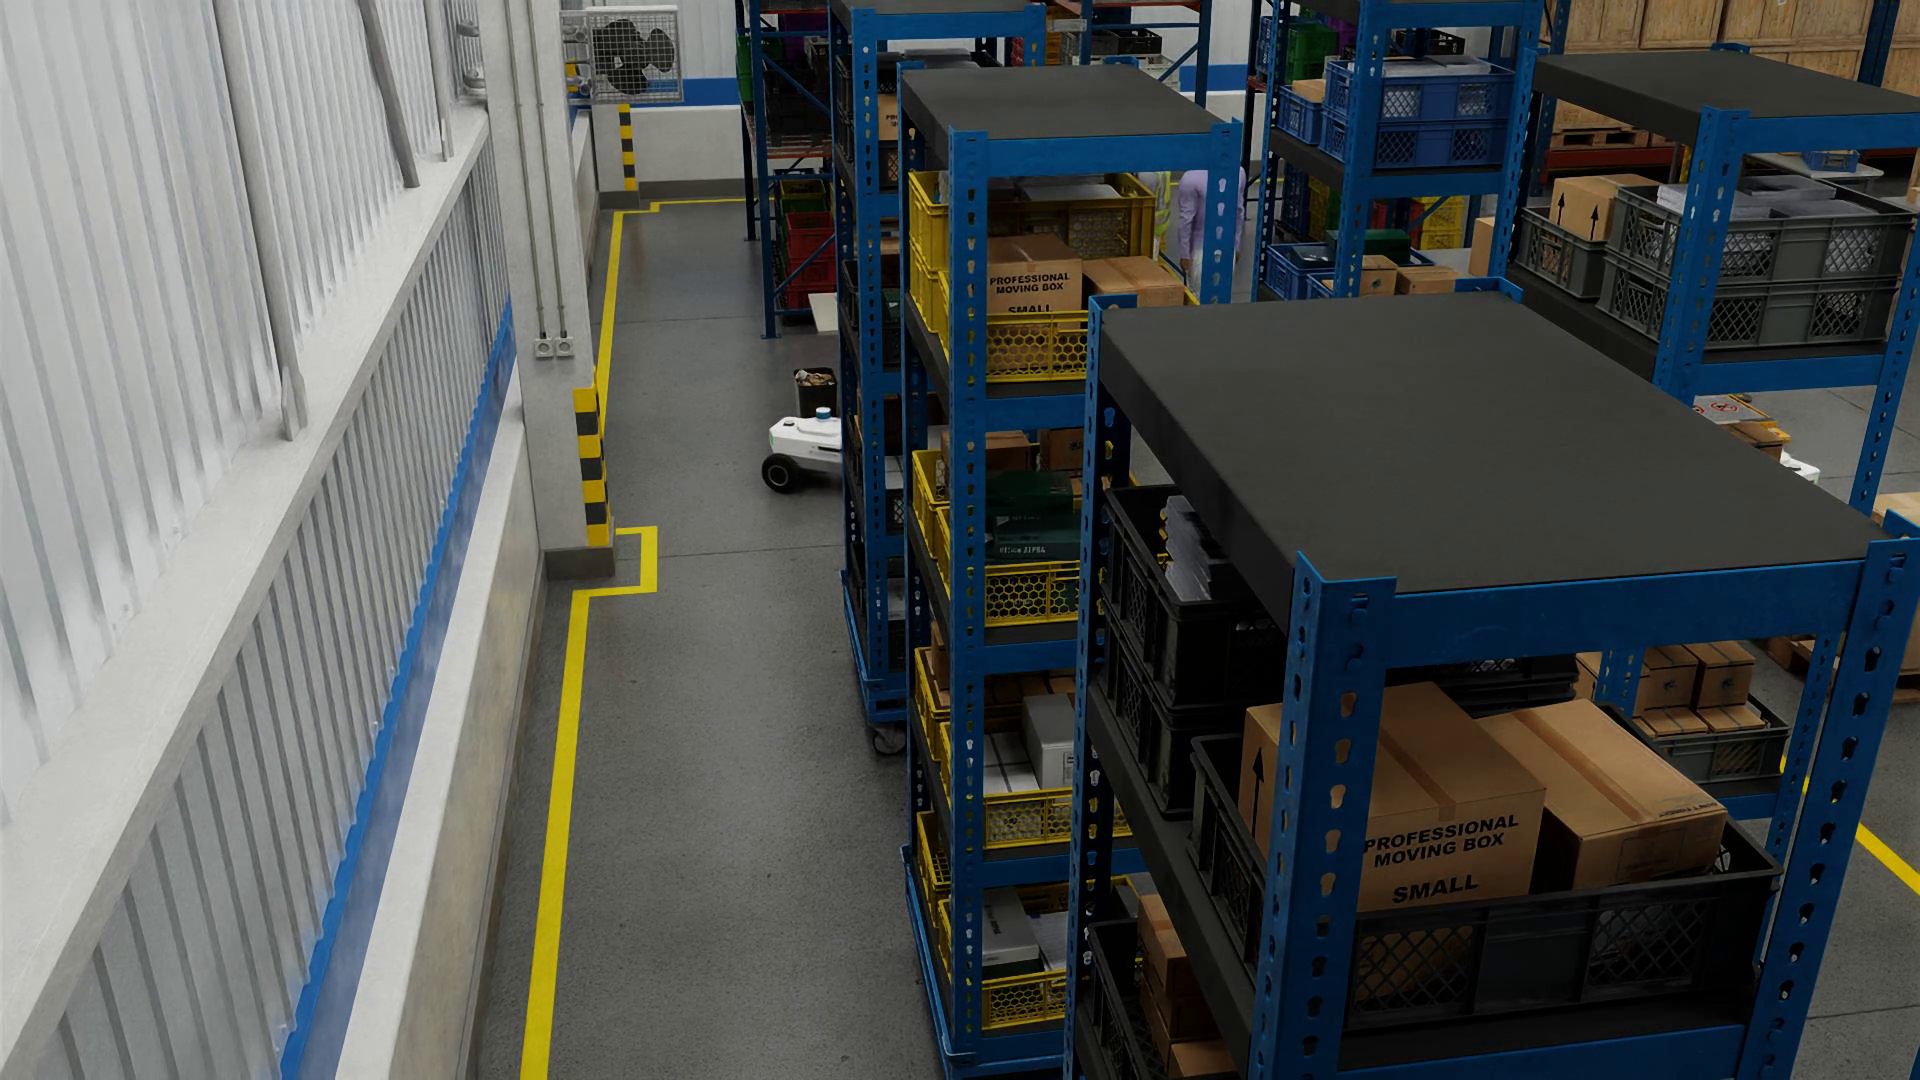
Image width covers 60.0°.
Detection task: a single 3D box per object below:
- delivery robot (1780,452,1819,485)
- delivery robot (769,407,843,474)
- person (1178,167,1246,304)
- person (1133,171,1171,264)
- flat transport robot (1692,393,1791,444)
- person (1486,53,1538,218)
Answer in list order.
[{"bbox_3d":[5.179,-0.458,10.816,0.477,0.478,0.707,-13,27,-25],"label":"delivery robot"},{"bbox_3d":[-0.915,-0.655,11.245,0.707,0.478,0.477,9,26,19],"label":"delivery robot"},{"bbox_3d":[2.014,-2.356,13.416,0.628,1.931,0.358,-13,28,-26],"label":"person"},{"bbox_3d":[1.560,-2.635,14.144,0.429,1.837,0.629,6,25,13],"label":"person"},{"bbox_3d":[5.224,-0.859,12.132,1.431,0.197,0.652,-4,25,-8],"label":"flat transport robot"},{"bbox_3d":[5.768,-4.150,17.372,0.339,1.880,0.581,-2,25,-4],"label":"person"}]
